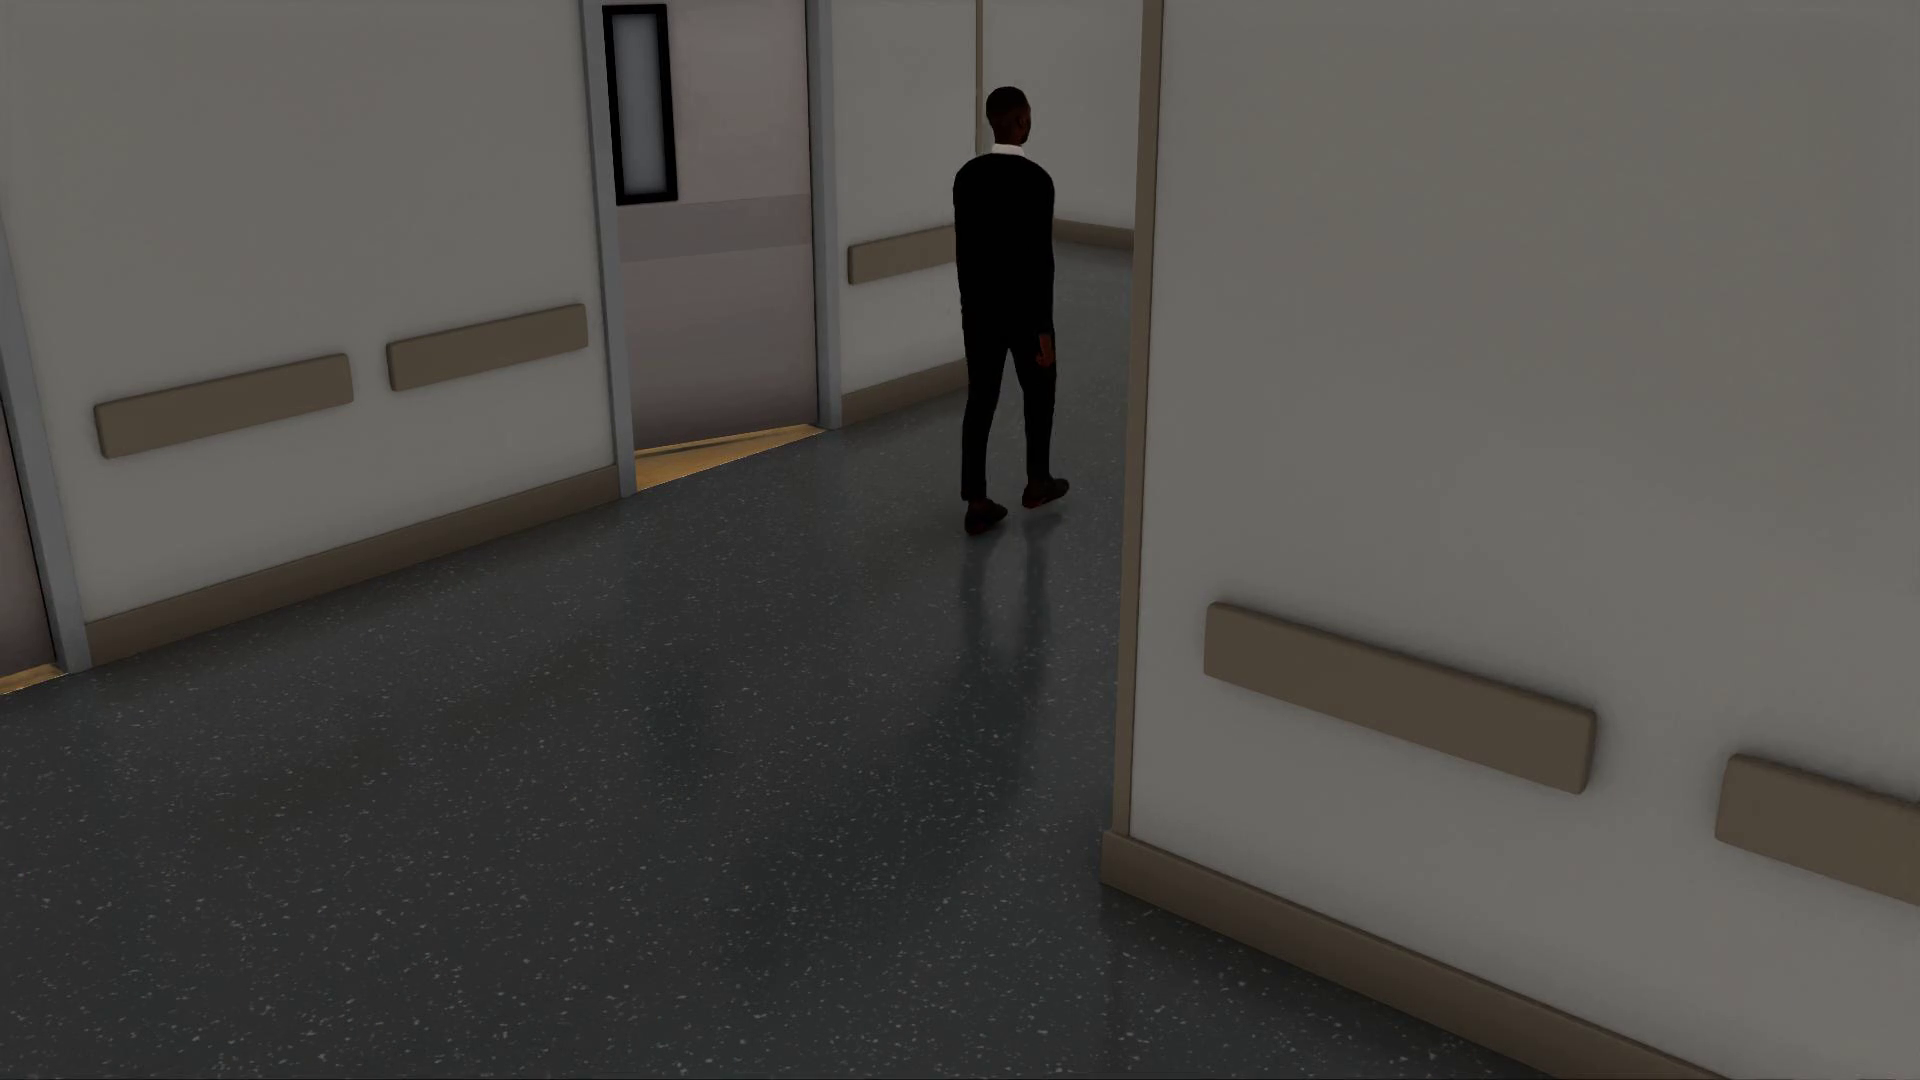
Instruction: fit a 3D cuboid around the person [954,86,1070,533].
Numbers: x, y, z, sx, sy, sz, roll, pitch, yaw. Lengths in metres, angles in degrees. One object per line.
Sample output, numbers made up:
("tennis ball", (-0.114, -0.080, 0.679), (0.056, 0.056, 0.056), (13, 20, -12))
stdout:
("person", (0.125, -0.887, 6.734), (0.768, 1.782, 0.936), (12, 24, 28))
